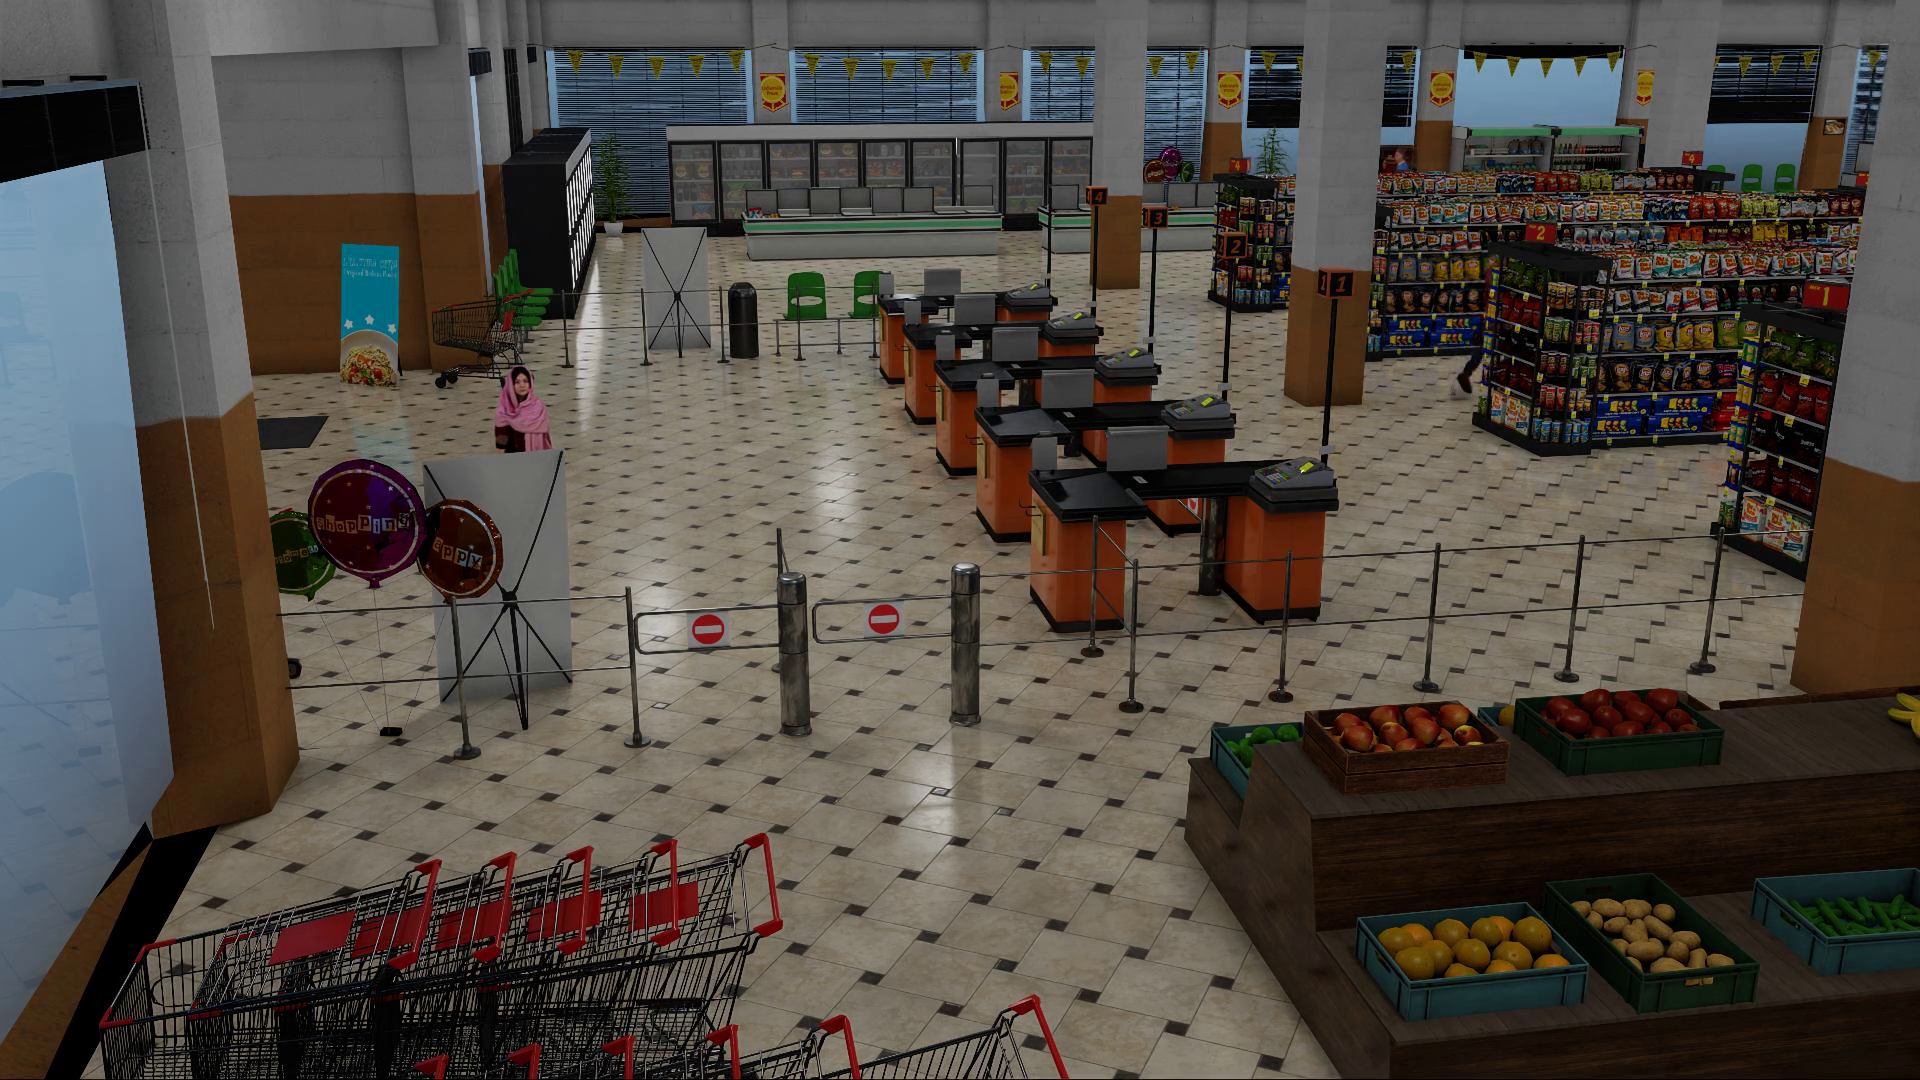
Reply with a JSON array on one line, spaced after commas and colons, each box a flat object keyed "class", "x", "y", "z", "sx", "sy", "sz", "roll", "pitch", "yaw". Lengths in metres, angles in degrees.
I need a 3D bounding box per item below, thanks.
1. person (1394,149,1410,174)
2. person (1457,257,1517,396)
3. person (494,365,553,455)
[{"class": "person", "x": 9.440, "y": -7.476, "z": 35.667, "sx": 0.570, "sy": 1.813, "sz": 0.672, "roll": -2, "pitch": 17, "yaw": -5}, {"class": "person", "x": 6.270, "y": -2.568, "z": 19.523, "sx": 1.250, "sy": 1.803, "sz": 0.946, "roll": -9, "pitch": 19, "yaw": -28}, {"class": "person", "x": -3.479, "y": -0.591, "z": 13.296, "sx": 0.699, "sy": 1.637, "sz": 0.815, "roll": -12, "pitch": 21, "yaw": -35}]
